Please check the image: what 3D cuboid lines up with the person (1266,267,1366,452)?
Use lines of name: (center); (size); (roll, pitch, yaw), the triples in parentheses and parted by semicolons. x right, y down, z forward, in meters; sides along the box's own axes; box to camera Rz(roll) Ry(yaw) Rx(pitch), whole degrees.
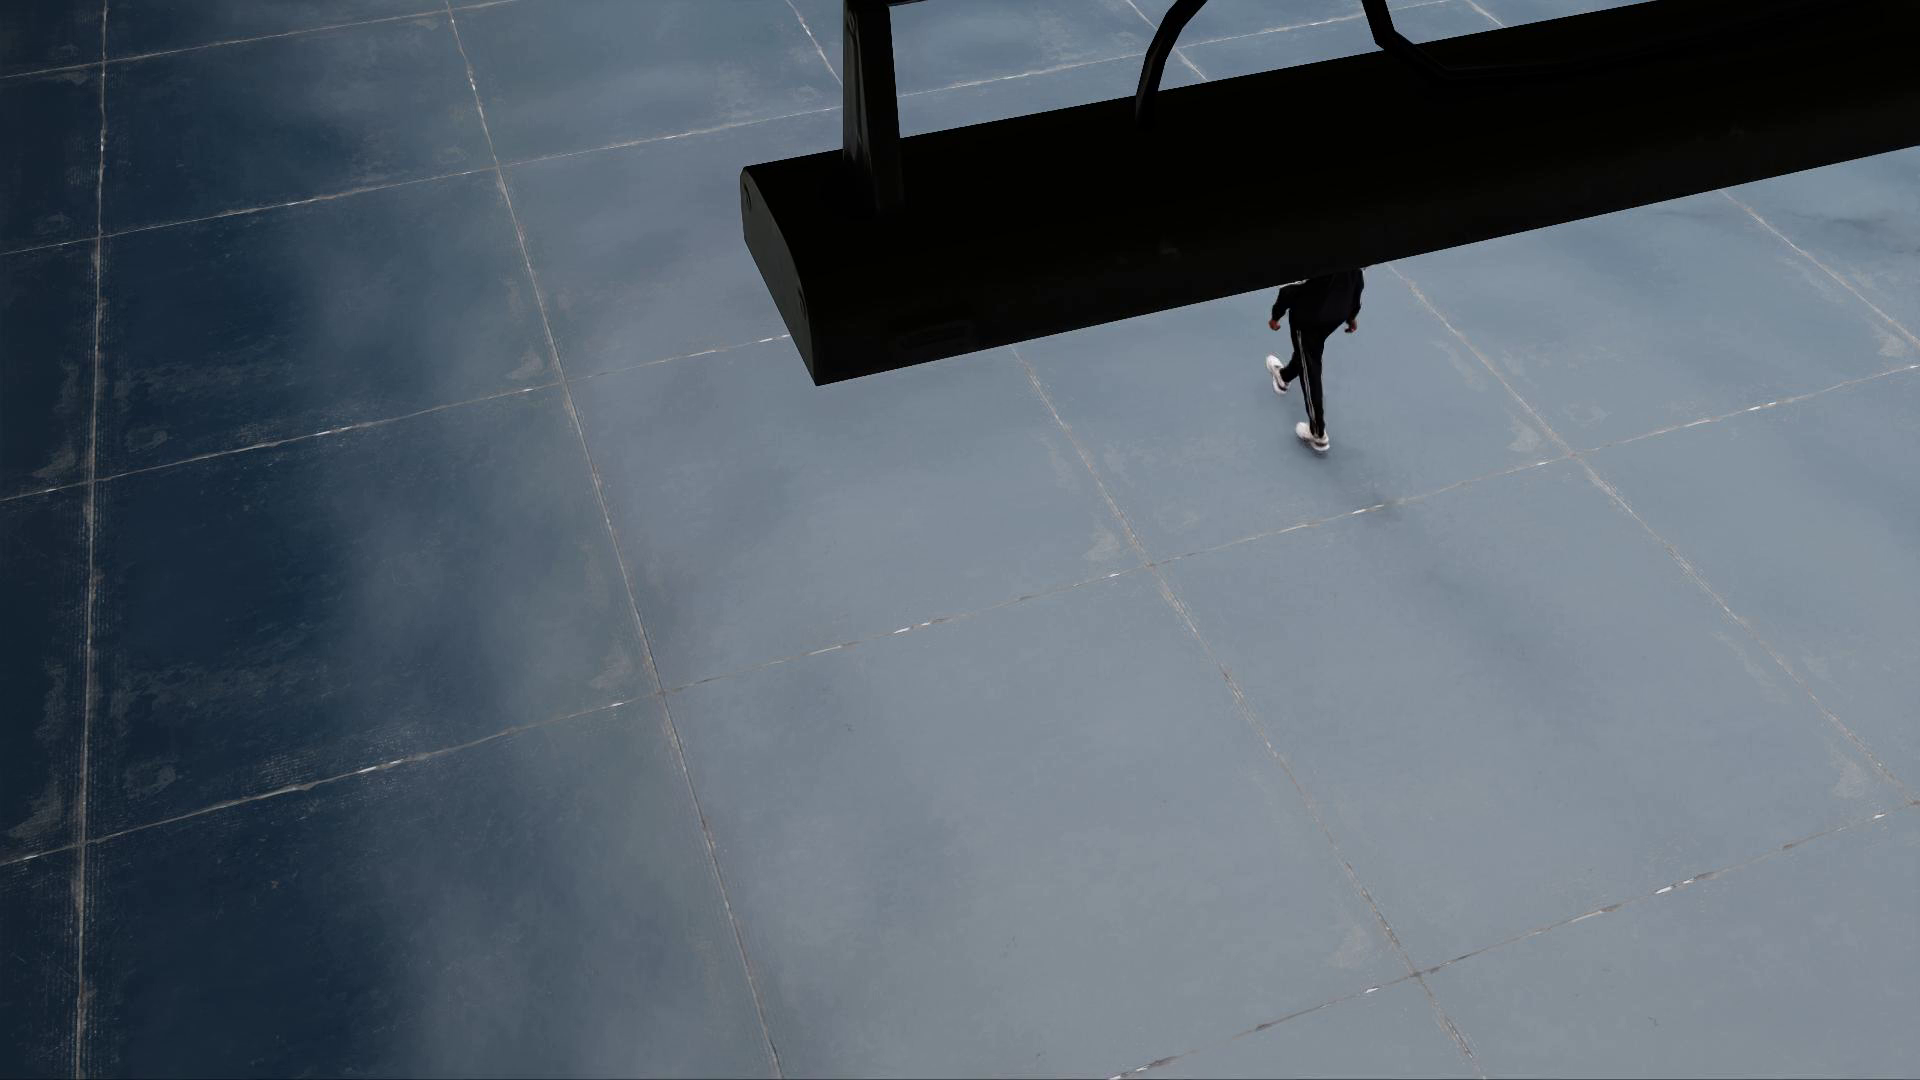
person: (2.260, -1.346, 10.283); (0.713, 1.787, 1.127); (-17, 46, -17)
